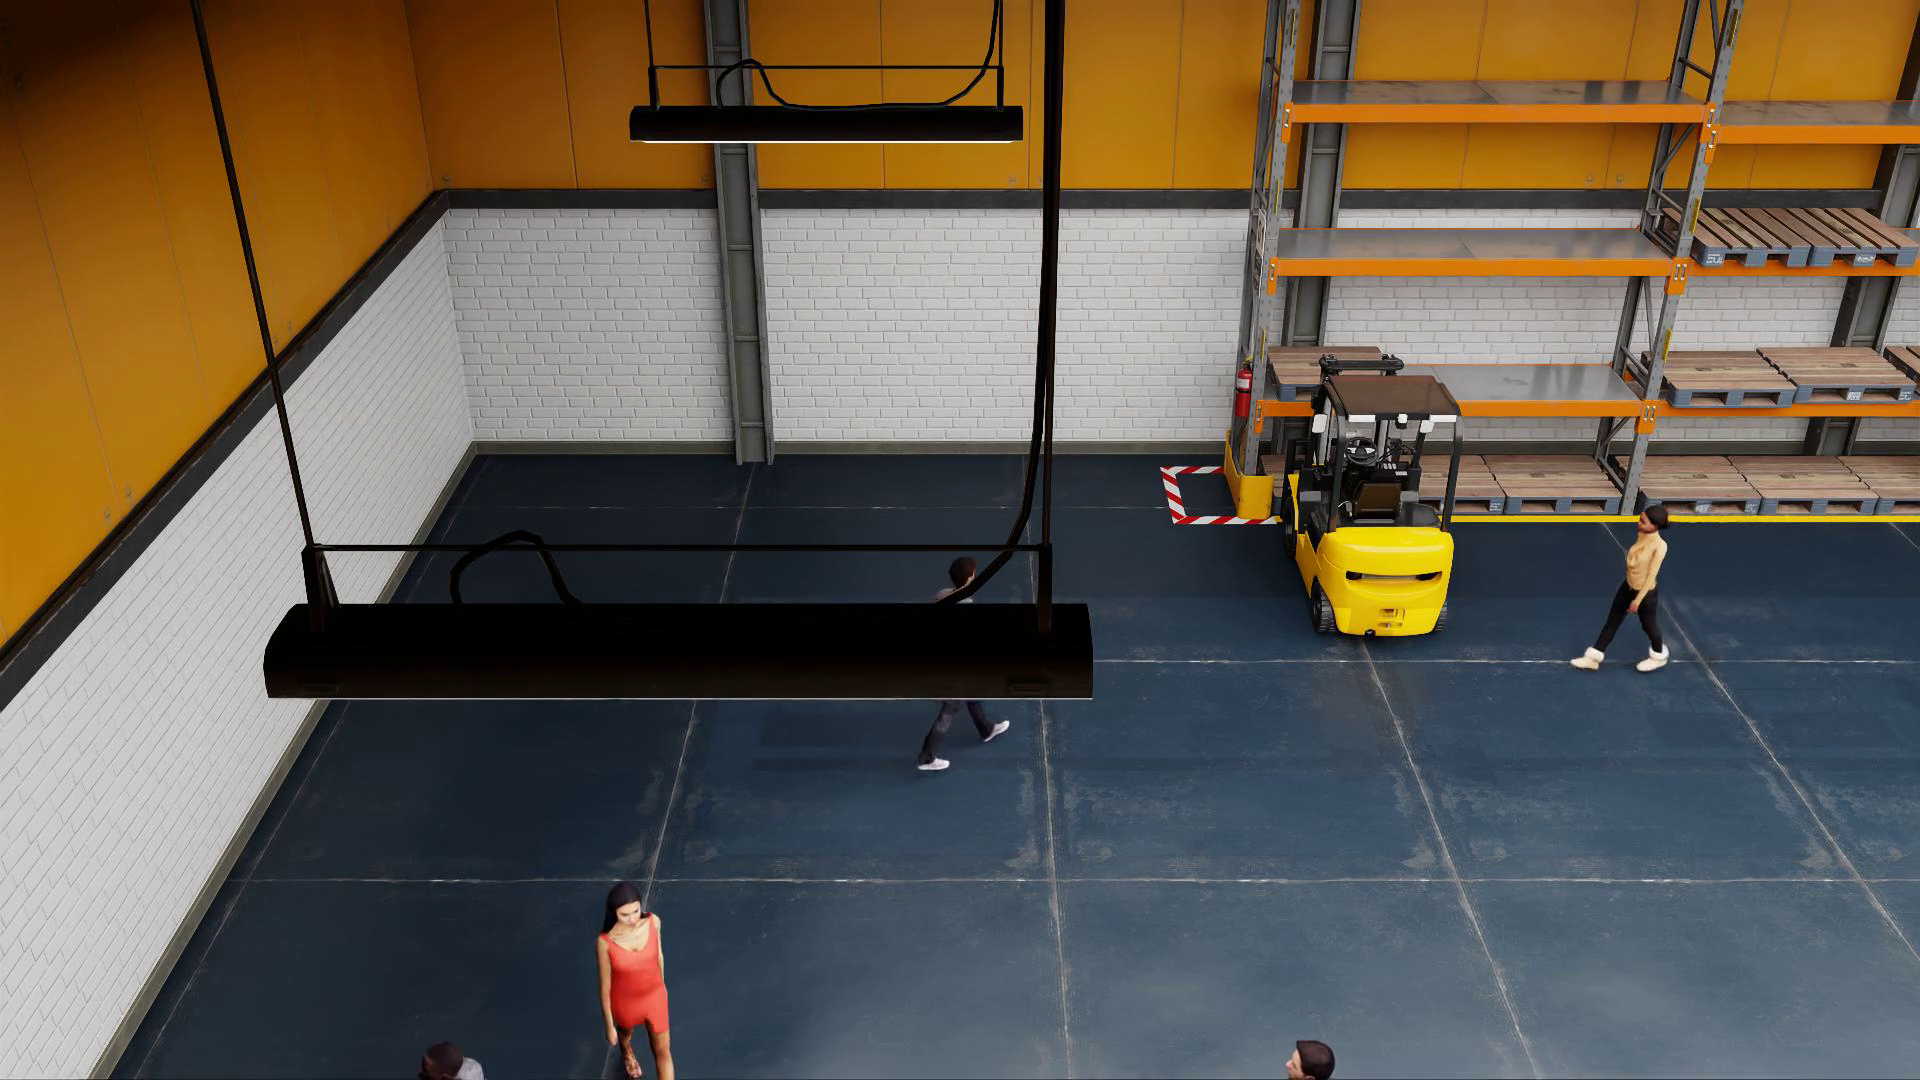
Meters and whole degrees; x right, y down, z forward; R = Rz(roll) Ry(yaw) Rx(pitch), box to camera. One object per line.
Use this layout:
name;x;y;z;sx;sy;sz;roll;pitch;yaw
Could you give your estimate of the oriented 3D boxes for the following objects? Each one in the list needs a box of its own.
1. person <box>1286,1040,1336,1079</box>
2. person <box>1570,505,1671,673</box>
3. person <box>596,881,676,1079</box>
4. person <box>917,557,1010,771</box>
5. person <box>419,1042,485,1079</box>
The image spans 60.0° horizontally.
person;1.799;3.376;8.855;0.599;1.865;0.712;2;29;4
person;5.987;0.464;14.450;1.151;1.620;0.745;-6;29;-10
person;-2.016;2.766;10.180;1.156;1.668;1.071;-17;33;-28
person;-0.067;1.031;13.218;1.297;1.804;1.094;-16;33;-27
person;-2.510;3.391;8.900;1.228;1.797;0.913;-7;29;-13
